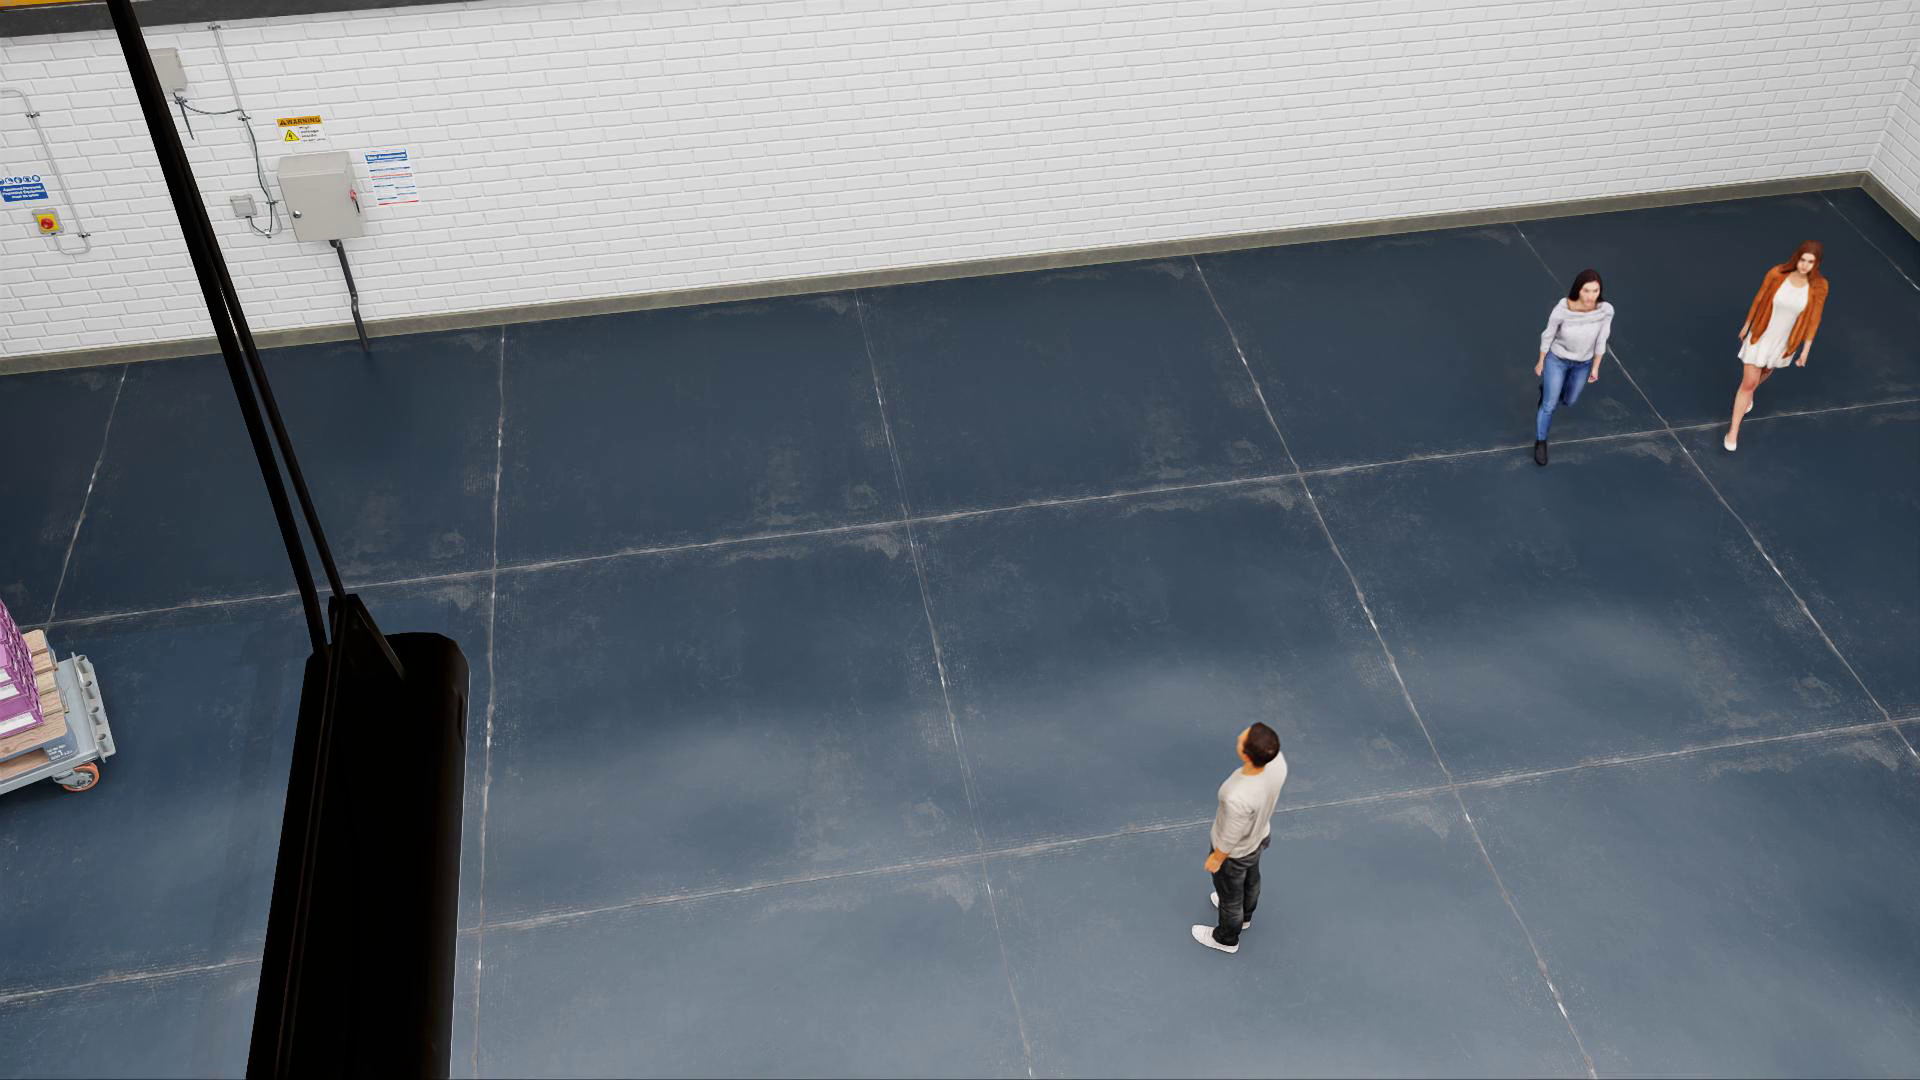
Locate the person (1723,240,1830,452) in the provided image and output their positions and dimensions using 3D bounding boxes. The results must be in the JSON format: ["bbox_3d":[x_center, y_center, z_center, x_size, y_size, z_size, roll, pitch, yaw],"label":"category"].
[{"bbox_3d":[6.096,-1.553,12.426,1.009,1.675,1.183,17,46,17],"label":"person"}]

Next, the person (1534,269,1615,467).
[{"bbox_3d":[4.456,-1.339,12.245,0.723,1.615,0.958,2,44,2],"label":"person"}]

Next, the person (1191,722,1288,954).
[{"bbox_3d":[1.538,1.611,9.006,0.778,1.811,0.730,28,50,26],"label":"person"}]
